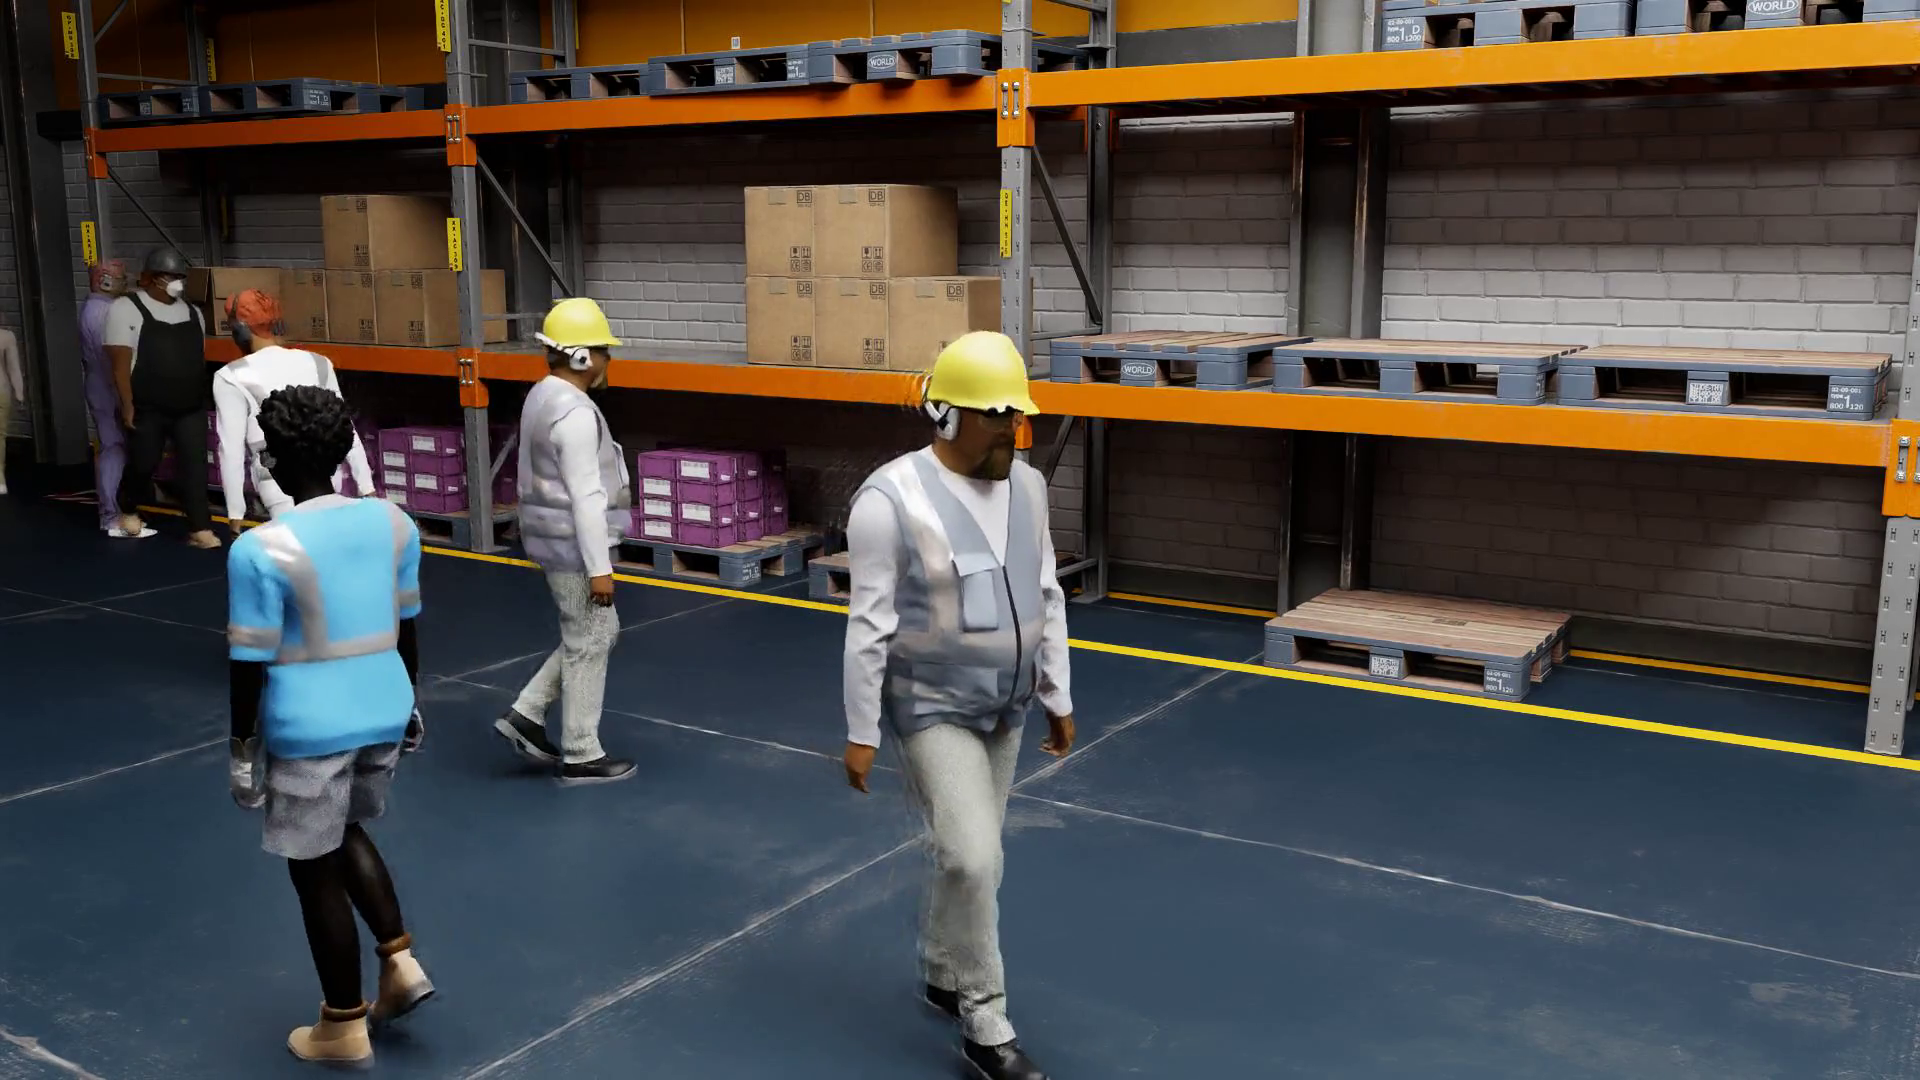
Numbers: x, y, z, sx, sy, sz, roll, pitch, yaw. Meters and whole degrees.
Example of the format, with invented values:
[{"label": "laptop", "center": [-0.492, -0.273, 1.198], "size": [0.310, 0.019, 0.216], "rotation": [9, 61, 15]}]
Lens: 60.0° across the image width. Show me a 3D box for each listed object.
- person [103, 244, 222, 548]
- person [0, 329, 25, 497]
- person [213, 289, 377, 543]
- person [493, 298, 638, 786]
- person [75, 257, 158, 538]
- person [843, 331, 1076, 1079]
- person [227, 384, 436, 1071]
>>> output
[{"label": "person", "center": [-5.301, -0.972, 11.017], "size": [0.858, 2.000, 0.682], "rotation": [8, 13, 38]}, {"label": "person", "center": [-7.744, -1.146, 13.222], "size": [0.862, 1.590, 0.513], "rotation": [10, 14, 44]}, {"label": "person", "center": [-2.962, -0.204, 7.410], "size": [1.030, 1.813, 0.606], "rotation": [6, 12, 31]}, {"label": "person", "center": [-1.427, 0.026, 6.123], "size": [0.442, 1.819, 0.593], "rotation": [-4, 11, -22]}, {"label": "person", "center": [-5.774, -0.971, 11.386], "size": [0.403, 1.907, 0.645], "rotation": [-7, 12, -34]}, {"label": "person", "center": [0.089, 0.412, 3.987], "size": [0.628, 1.803, 0.706], "rotation": [-10, 14, -43]}, {"label": "person", "center": [-1.546, 0.460, 4.058], "size": [0.375, 1.676, 0.553], "rotation": [5, 11, 27]}]
